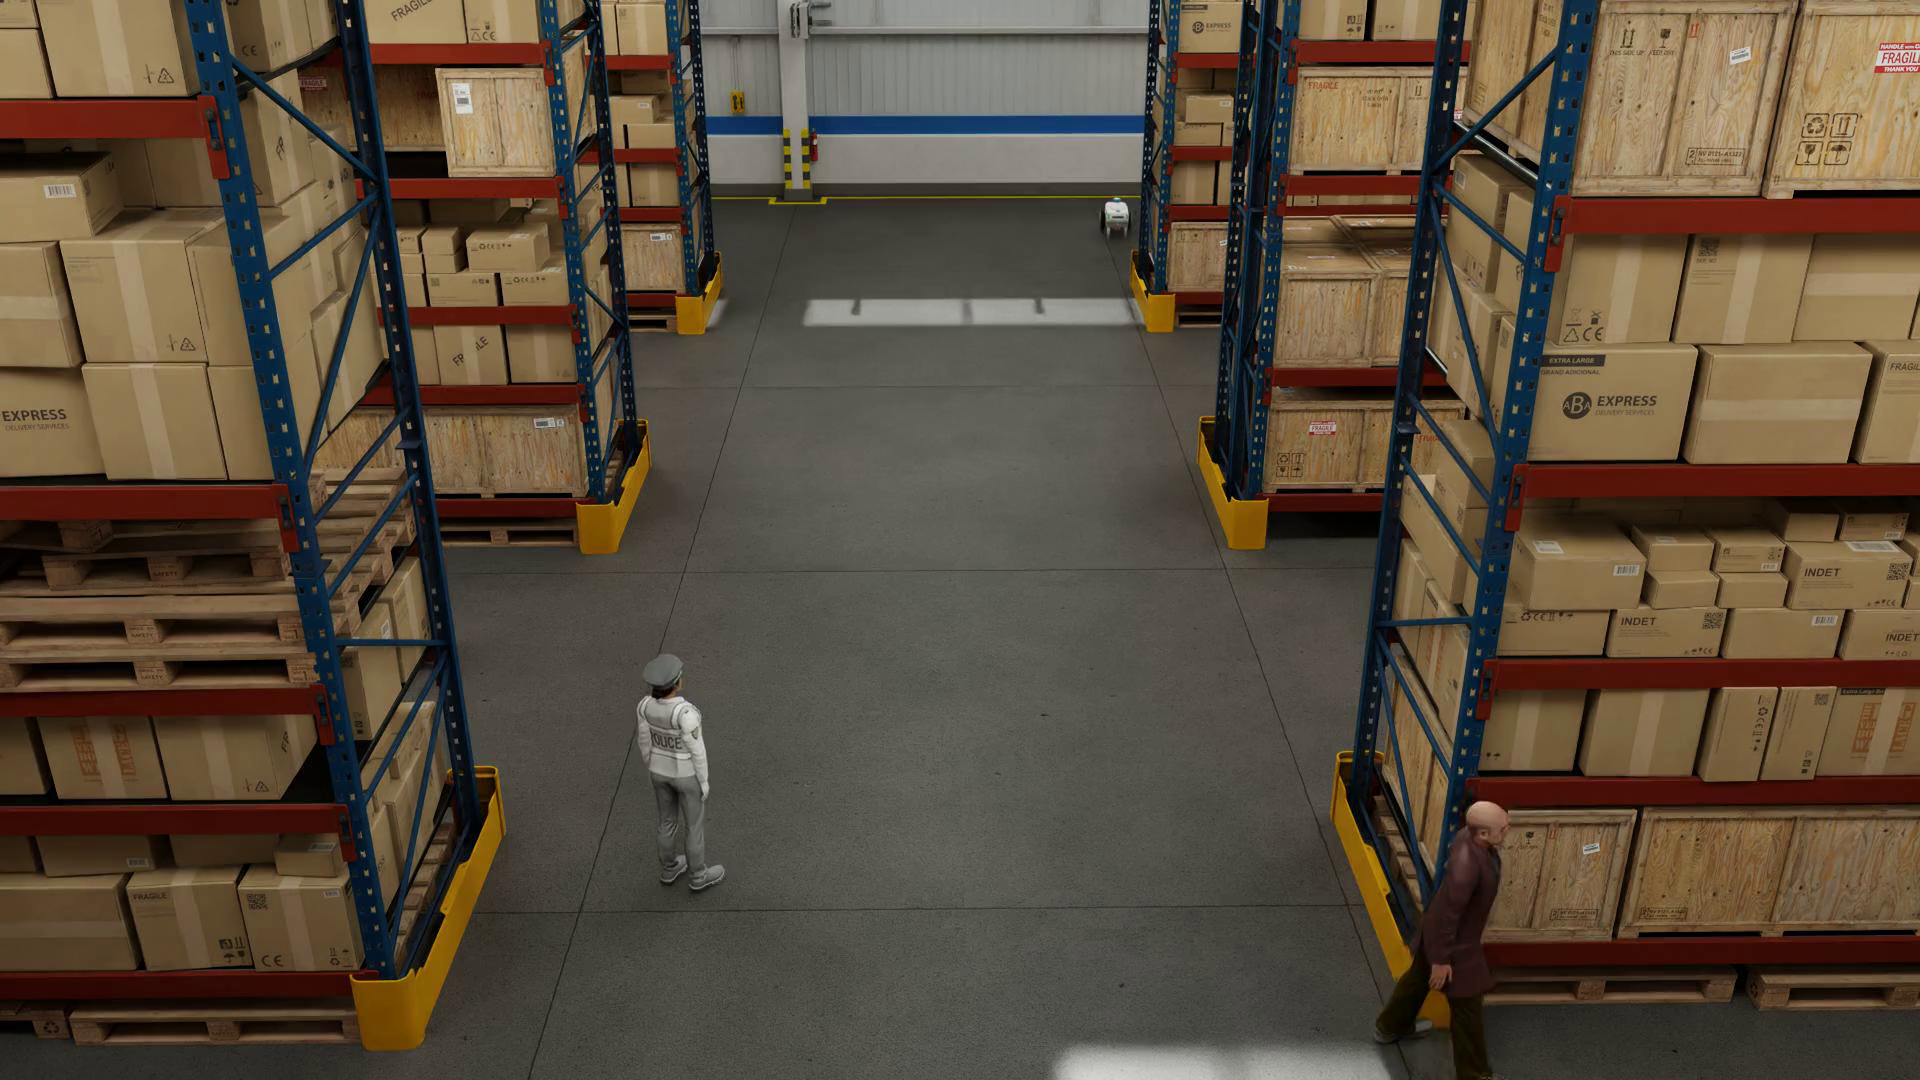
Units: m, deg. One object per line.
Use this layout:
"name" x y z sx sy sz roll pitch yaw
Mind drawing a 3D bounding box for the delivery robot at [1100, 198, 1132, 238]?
"delivery robot" 2.390 -5.079 26.325 0.667 0.535 0.744 1 25 2

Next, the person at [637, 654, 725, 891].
"person" -1.827 1.503 10.761 0.465 1.687 0.357 11 27 22

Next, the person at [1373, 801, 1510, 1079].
"person" 2.781 2.196 9.145 0.828 1.755 0.623 7 26 15
